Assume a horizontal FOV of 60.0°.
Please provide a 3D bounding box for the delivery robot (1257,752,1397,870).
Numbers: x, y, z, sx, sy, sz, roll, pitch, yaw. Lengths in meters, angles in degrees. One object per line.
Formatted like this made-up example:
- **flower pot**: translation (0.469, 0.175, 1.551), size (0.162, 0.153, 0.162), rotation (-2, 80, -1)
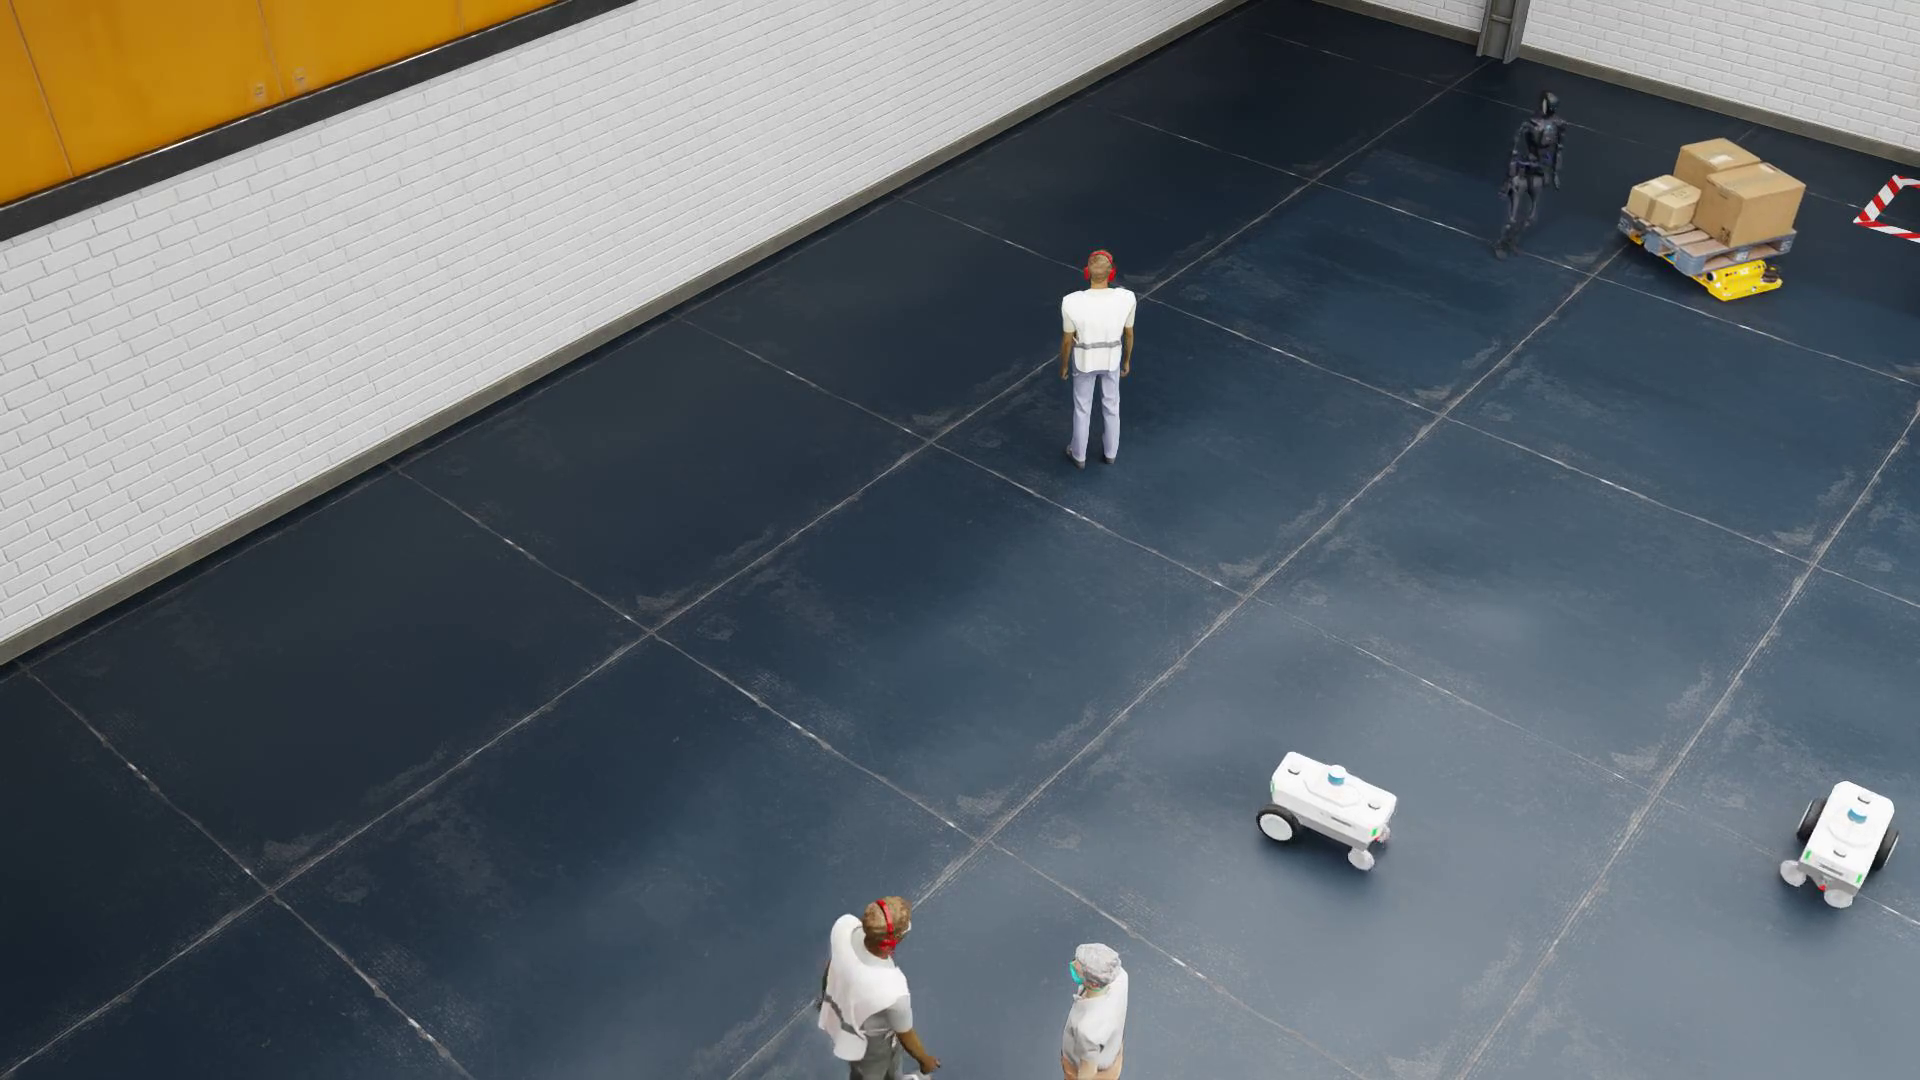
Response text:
- **delivery robot**: translation (2.226, 1.597, 10.074), size (0.774, 0.592, 0.499), rotation (22, 44, 25)

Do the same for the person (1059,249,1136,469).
- **person**: translation (1.036, -1.348, 12.710), size (0.563, 1.837, 0.397), rotation (-4, 39, -5)

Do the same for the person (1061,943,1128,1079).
- **person**: translation (0.617, 2.505, 7.996), size (0.321, 1.750, 0.474), rotation (13, 41, 15)

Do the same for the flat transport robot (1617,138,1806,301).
- **flat transport robot**: translation (6.966, -2.715, 15.656), size (0.659, 0.231, 1.431), rotation (-14, 41, -17)

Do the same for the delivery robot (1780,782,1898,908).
- **delivery robot**: translation (5.246, 1.780, 9.861), size (0.500, 0.610, 0.782), rotation (25, 45, 28)

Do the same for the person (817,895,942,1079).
- **person**: translation (-0.368, 2.356, 8.134), size (0.801, 1.807, 0.640), rotation (-20, 43, -23)

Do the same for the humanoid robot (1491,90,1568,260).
- **humanoid robot**: translation (5.274, -3.379, 15.360), size (0.592, 1.644, 0.354), rotation (-11, 40, -13)
